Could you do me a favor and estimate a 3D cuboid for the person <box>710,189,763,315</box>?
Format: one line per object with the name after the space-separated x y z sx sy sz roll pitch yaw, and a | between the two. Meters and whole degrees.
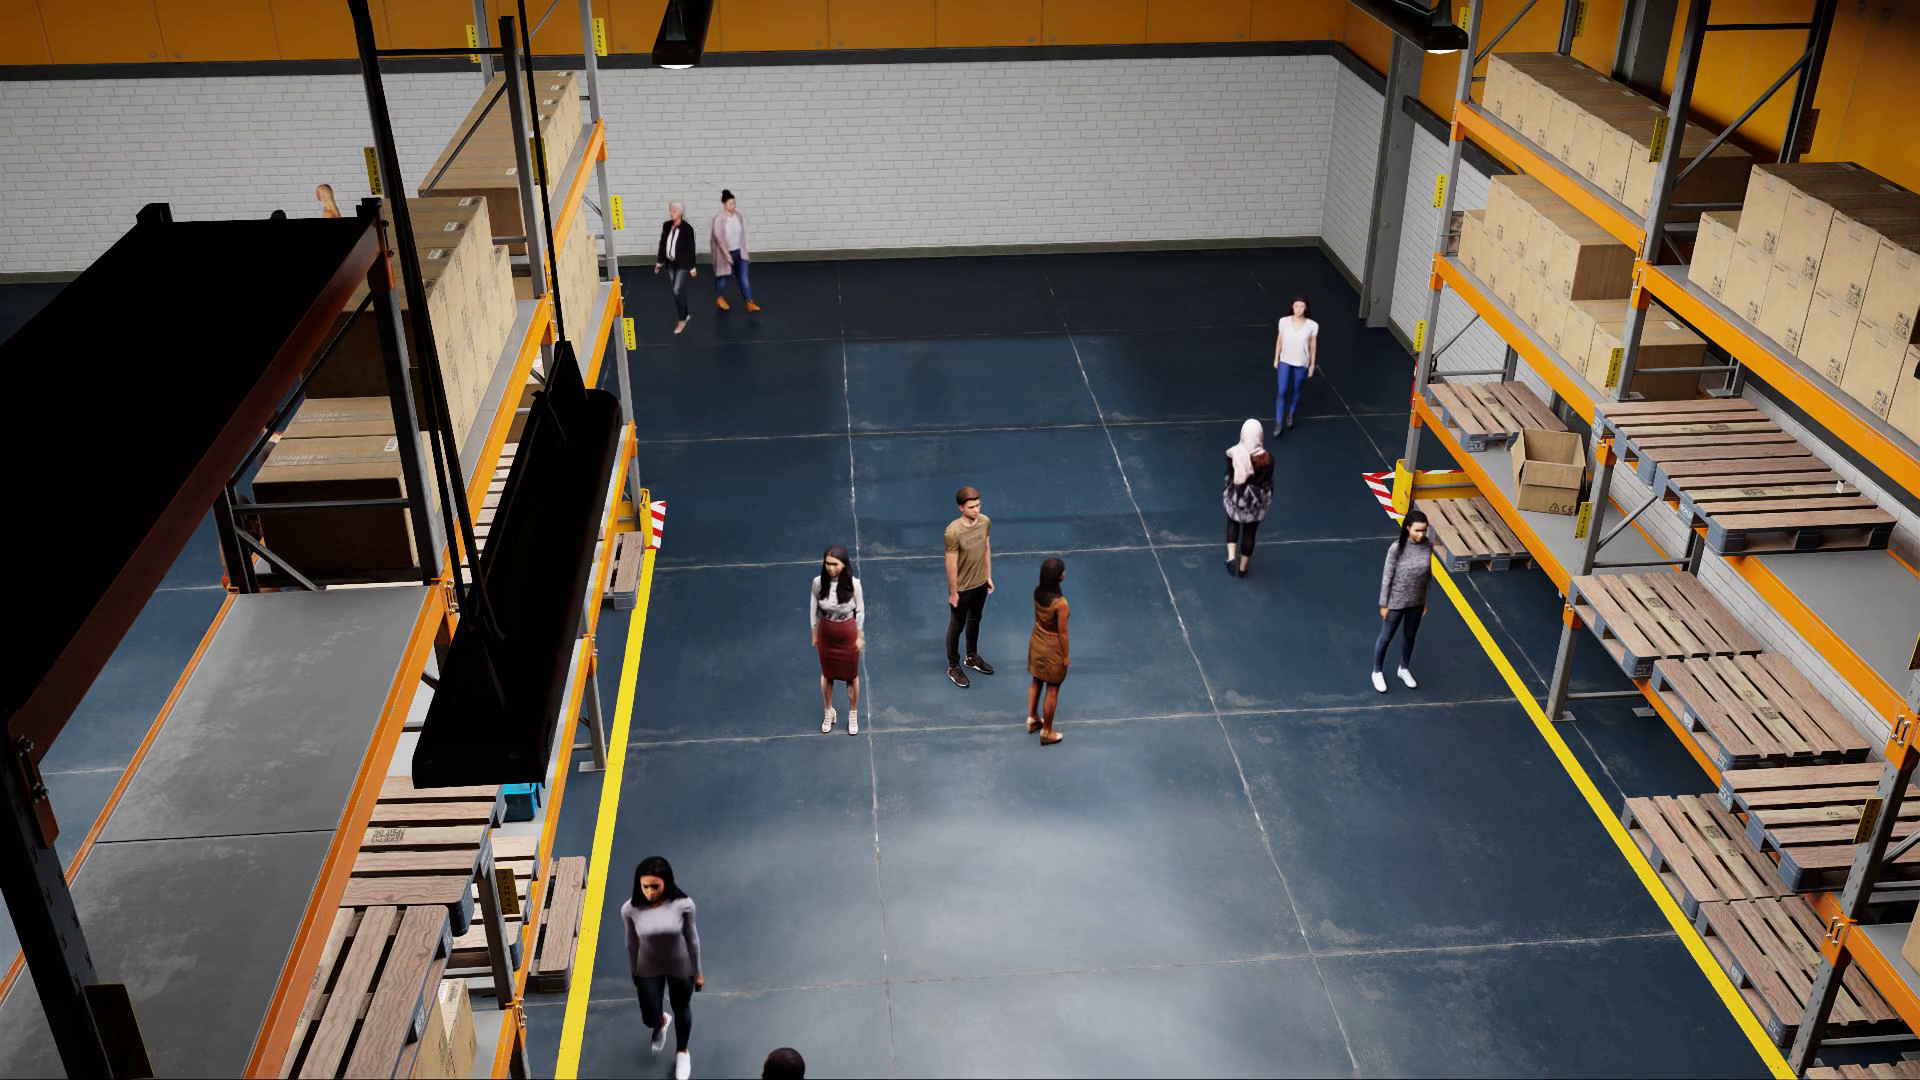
-3.180 -3.885 22.452 1.040 1.701 1.165 -23 36 -36 | person

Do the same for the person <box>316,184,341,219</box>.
-8.366 -3.911 22.396 0.711 1.799 0.586 -6 29 -12 | person

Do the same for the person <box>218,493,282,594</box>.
-6.205 0.362 14.645 0.750 1.720 0.711 -12 31 -21 | person

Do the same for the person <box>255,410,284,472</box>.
-6.614 -0.508 16.245 0.769 1.715 0.695 19 34 31 | person

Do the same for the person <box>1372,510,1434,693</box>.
3.844 0.504 14.374 0.648 1.732 0.585 -8 30 -14 | person

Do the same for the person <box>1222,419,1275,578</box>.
2.771 -0.365 16.074 0.734 1.627 0.761 7 29 12 | person

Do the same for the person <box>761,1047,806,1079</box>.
-0.909 3.410 8.979 0.661 1.795 0.515 -5 29 -10 | person

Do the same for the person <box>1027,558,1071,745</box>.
0.735 0.902 13.693 0.697 1.683 0.586 -17 33 -28 | person

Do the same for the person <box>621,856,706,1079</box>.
-1.838 2.630 10.484 0.618 1.723 0.660 -3 29 -6 | person

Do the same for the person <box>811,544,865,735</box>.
-1.009 0.826 13.763 0.640 1.751 0.584 4 29 7 | person

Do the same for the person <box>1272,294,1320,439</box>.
3.846 -2.036 19.102 0.818 1.663 0.991 7 29 13 | person

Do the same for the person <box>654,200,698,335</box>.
-3.667 -3.601 21.698 0.881 1.770 0.847 20 34 32 | person

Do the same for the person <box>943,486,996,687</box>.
0.066 0.368 14.497 0.745 1.852 0.780 -25 37 -37 | person
